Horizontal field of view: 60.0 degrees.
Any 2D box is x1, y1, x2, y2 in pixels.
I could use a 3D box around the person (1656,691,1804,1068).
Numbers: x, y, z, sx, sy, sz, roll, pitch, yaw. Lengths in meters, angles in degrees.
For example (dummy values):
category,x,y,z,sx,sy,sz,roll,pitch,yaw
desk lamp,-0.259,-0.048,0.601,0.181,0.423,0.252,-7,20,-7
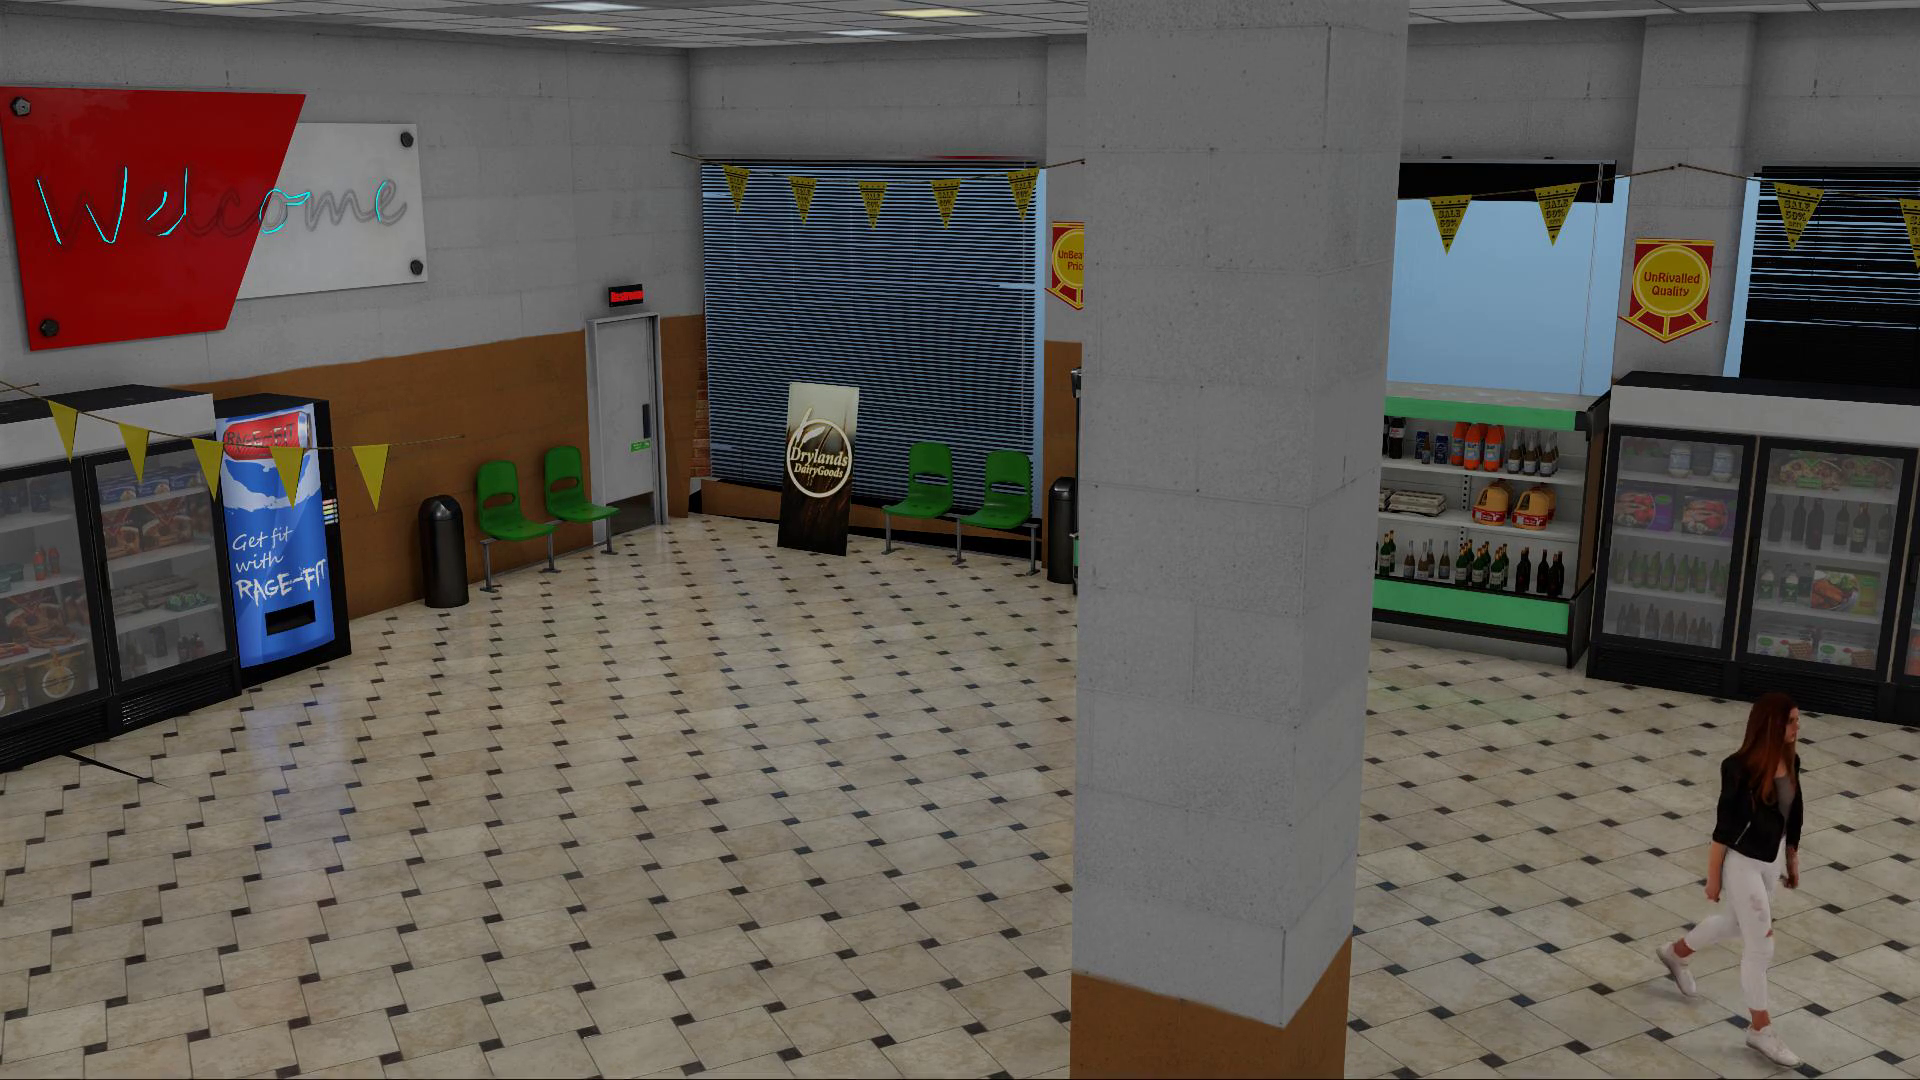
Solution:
category,x,y,z,sx,sy,sz,roll,pitch,yaw
person,3.595,1.490,7.713,1.010,1.670,1.192,-7,15,-27
